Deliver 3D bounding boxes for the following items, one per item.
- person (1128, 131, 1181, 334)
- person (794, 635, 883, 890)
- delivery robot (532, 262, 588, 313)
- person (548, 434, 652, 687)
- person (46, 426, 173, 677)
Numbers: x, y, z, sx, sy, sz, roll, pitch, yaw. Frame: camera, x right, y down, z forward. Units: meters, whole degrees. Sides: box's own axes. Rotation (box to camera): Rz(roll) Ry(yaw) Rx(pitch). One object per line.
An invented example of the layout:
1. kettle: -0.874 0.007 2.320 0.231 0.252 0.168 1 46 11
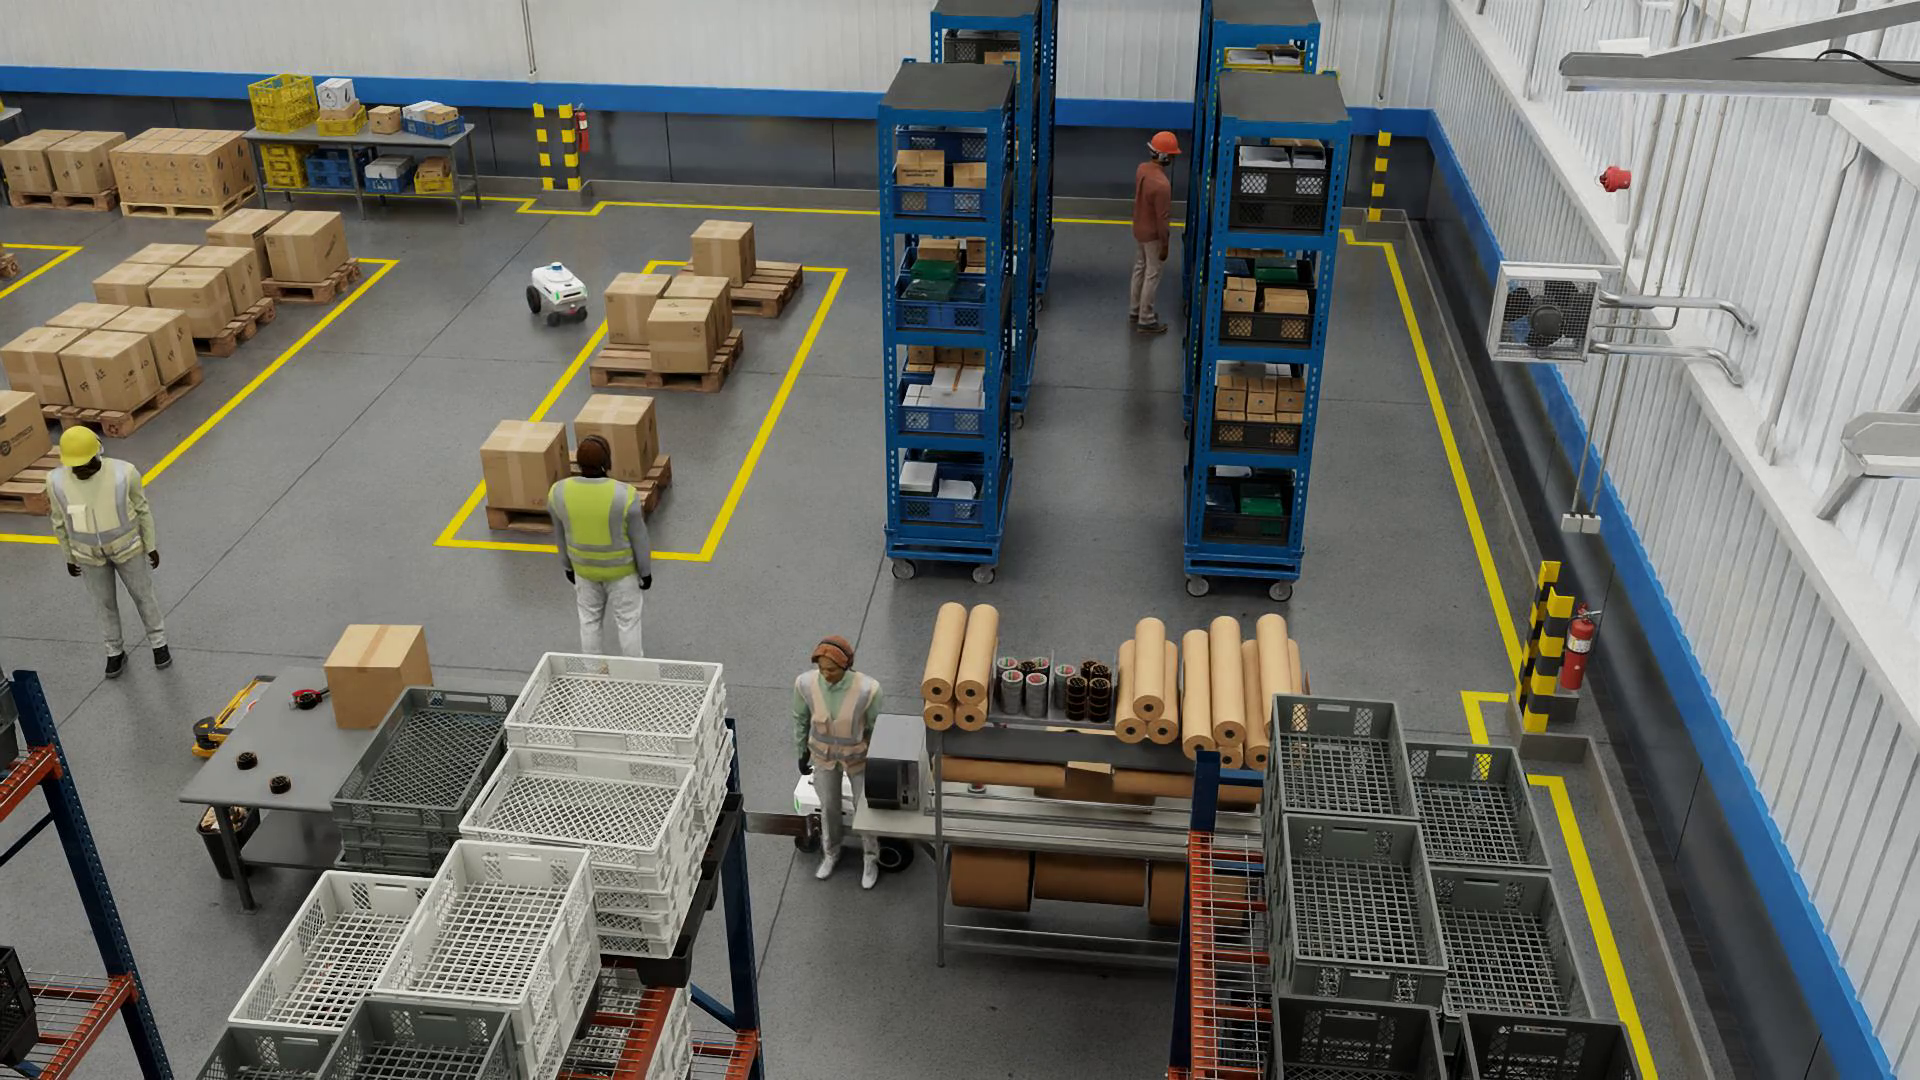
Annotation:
1. person: 1.878 -2.966 16.059 0.410 1.980 0.624 -10 32 -16
2. person: -0.656 1.213 9.221 0.527 1.629 0.319 6 31 11
3. delivery robot: -4.006 -2.536 16.633 0.477 0.478 0.707 -18 35 -28
4. person: -2.295 0.163 10.825 0.628 1.835 0.428 5 31 8
5. person: -5.629 0.063 11.008 0.588 1.822 0.403 -10 32 -16
